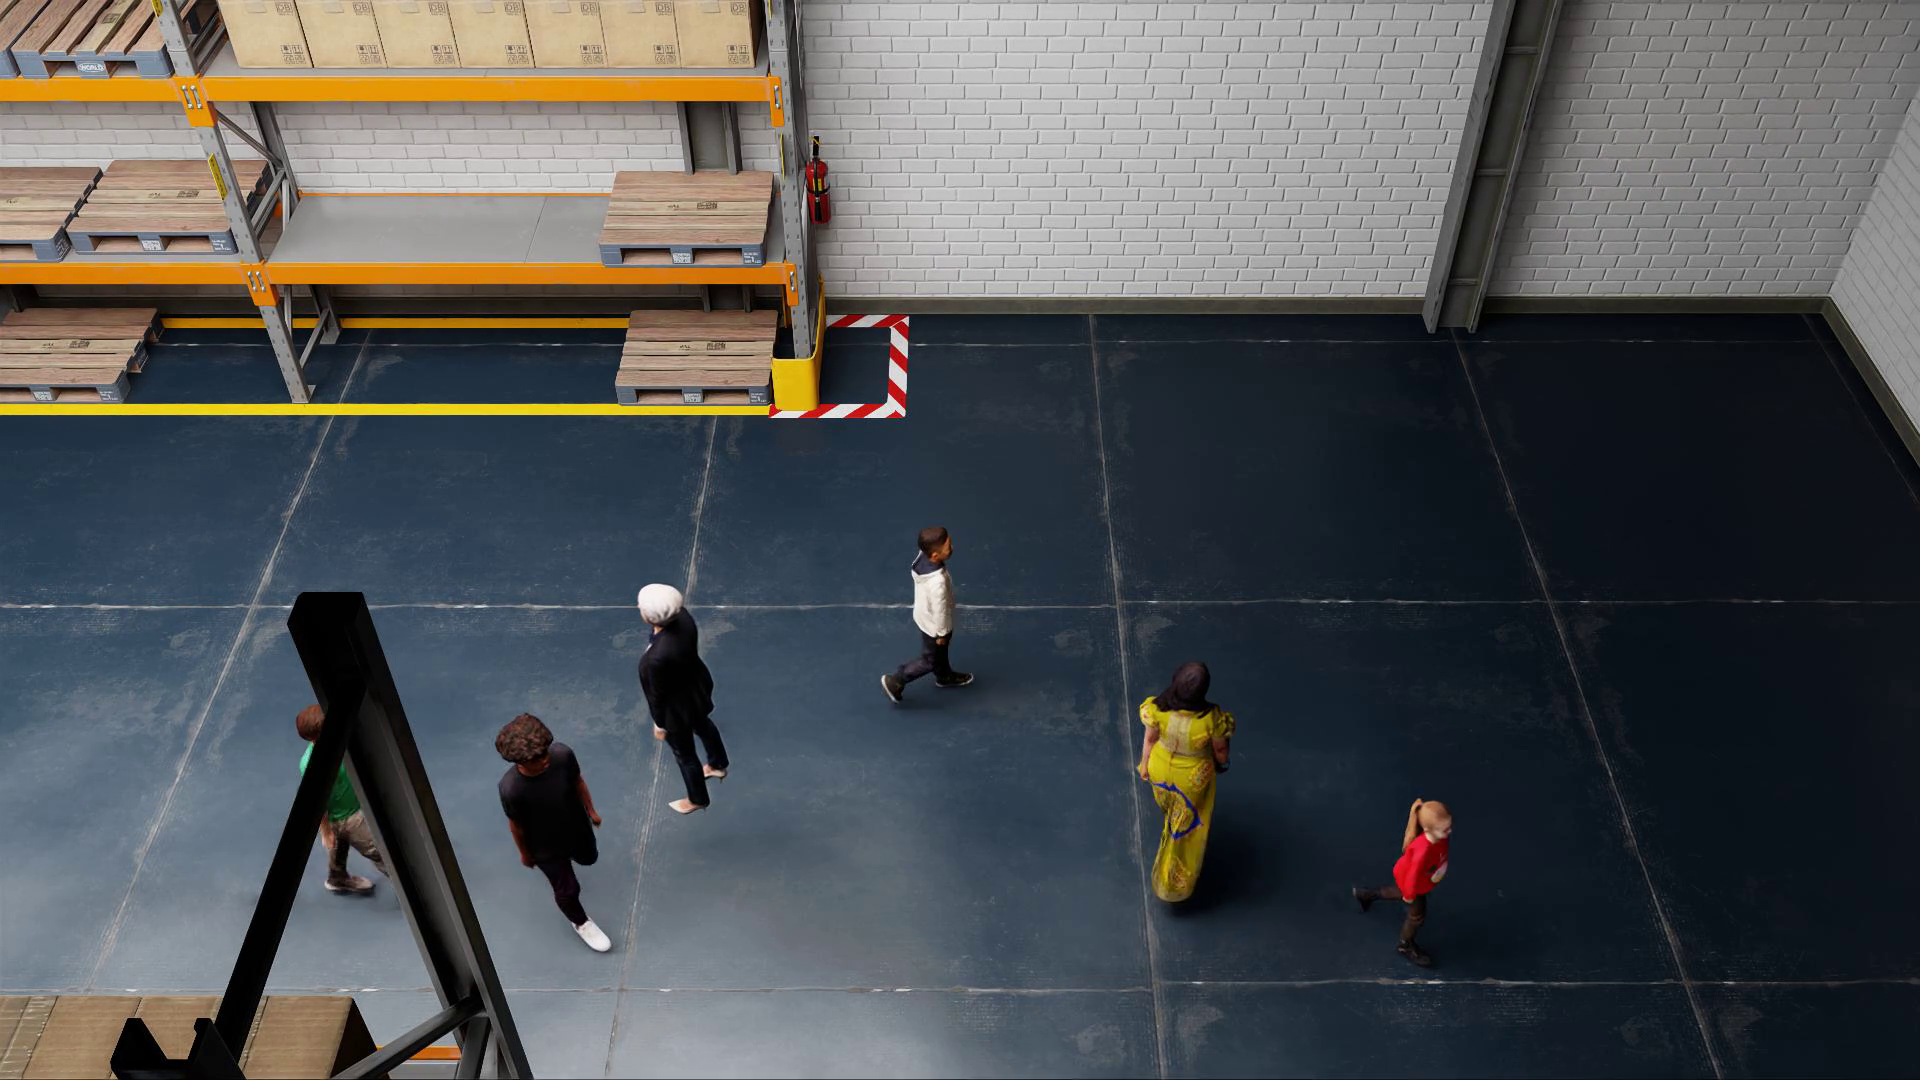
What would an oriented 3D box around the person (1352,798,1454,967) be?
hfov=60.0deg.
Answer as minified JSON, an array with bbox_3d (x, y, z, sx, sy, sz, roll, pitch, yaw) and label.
[{"bbox_3d":[2.474,1.829,9.158,0.849,1.269,0.716,23,48,22],"label":"person"}]

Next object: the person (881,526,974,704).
[{"bbox_3d":[-0.225,0.484,10.446,0.900,1.441,0.689,-9,44,-9],"label":"person"}]

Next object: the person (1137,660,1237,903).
[{"bbox_3d":[1.235,1.372,9.401,1.320,1.595,1.170,16,46,16],"label":"person"}]

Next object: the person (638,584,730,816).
[{"bbox_3d":[-1.509,0.835,9.061,0.673,1.779,0.773,9,44,10],"label":"person"}]

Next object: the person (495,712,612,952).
[{"bbox_3d":[-2.255,1.529,9.113,1.066,1.767,0.974,31,51,28],"label":"person"}]
